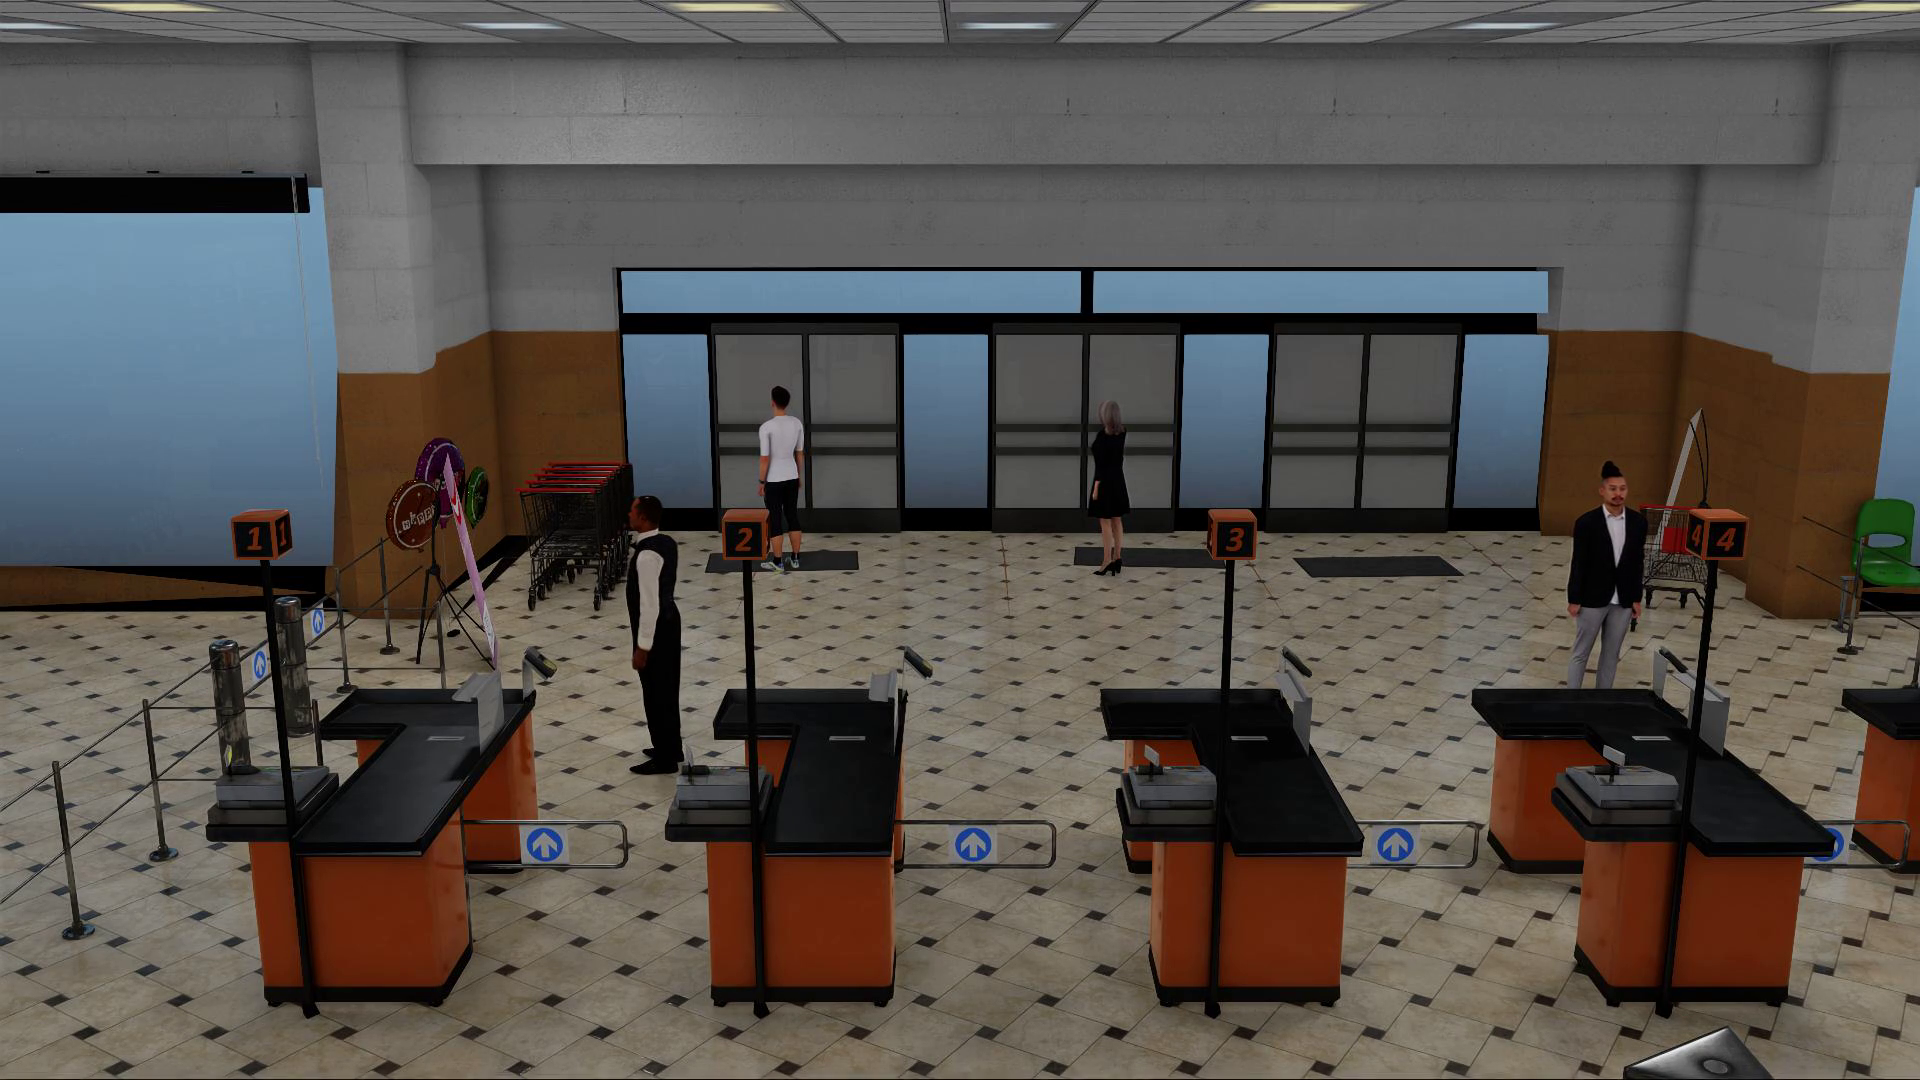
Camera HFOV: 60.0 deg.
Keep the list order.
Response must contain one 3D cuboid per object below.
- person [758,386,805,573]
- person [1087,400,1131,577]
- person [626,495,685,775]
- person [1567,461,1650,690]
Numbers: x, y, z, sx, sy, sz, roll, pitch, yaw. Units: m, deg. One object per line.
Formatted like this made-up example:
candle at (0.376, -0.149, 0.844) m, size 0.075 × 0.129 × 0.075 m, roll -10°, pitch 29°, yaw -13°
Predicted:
person at (-1.771, -0.612, 16.538) m, size 0.749 × 1.852 × 0.789 m, roll -11°, pitch 18°, yaw -39°
person at (1.457, -0.519, 16.378) m, size 0.762 × 1.746 × 0.692 m, roll 12°, pitch 18°, yaw 40°
person at (-2.056, 0.632, 11.268) m, size 0.771 × 1.918 × 0.545 m, roll 1°, pitch 14°, yaw 6°
person at (4.748, 0.379, 12.244) m, size 0.698 × 1.949 × 0.553 m, roll 0°, pitch 14°, yaw 0°
